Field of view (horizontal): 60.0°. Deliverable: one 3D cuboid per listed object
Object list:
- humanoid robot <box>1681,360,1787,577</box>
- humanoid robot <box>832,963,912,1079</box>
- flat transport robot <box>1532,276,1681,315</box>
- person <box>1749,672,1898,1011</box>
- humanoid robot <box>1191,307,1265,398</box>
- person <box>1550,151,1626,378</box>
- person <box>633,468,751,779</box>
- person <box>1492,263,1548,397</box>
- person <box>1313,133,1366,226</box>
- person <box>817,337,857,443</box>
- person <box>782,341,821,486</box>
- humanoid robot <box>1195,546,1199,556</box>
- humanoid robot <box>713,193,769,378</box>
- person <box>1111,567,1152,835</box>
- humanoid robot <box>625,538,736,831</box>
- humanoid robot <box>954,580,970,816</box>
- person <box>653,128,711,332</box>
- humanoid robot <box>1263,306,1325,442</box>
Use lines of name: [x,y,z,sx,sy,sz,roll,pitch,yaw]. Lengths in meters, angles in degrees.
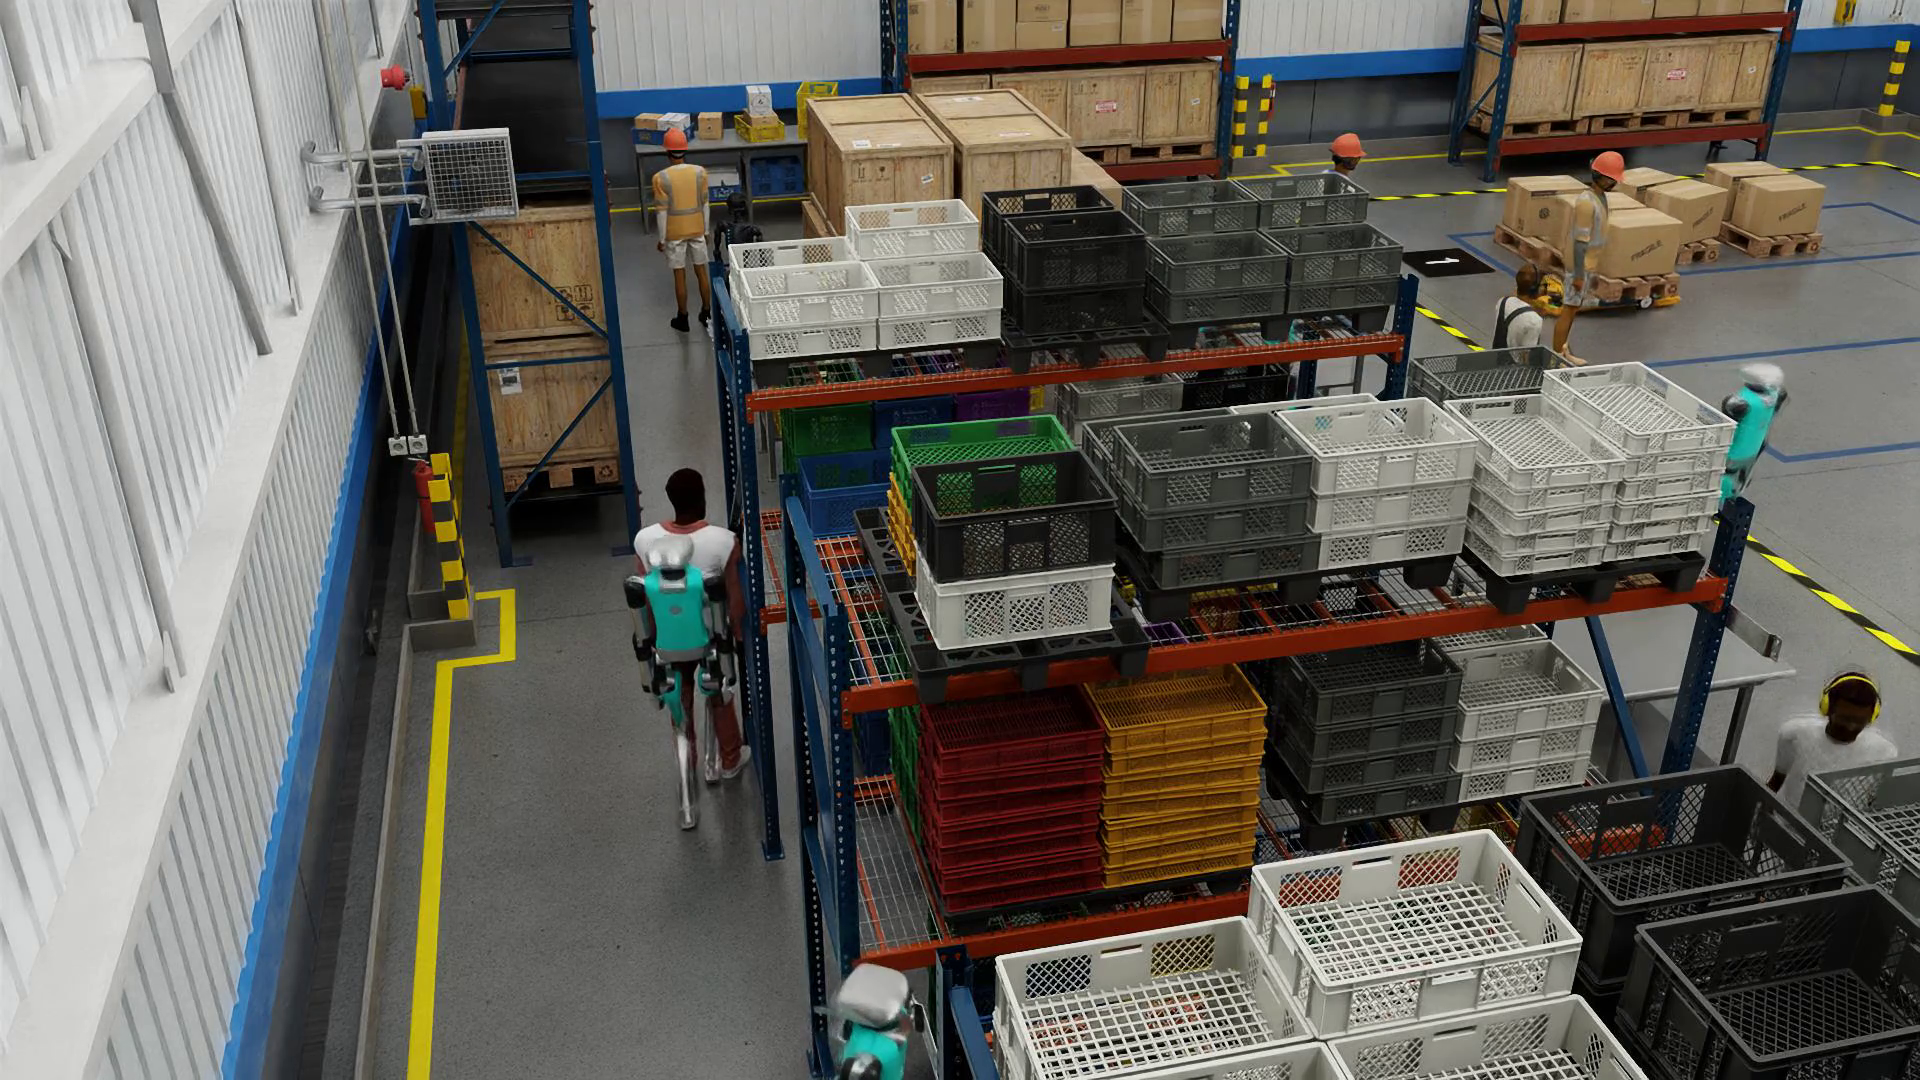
humanoid robot: [5.022,-0.485,11.248,0.533,1.678,0.736,-15,31,-27]
humanoid robot: [-0.630,2.283,6.182,0.927,1.804,0.560,6,28,12]
flat transport robot: [6.480,-2.530,16.817,1.431,0.197,0.652,-6,28,-12]
person: [3.991,1.362,7.789,0.504,1.836,0.865,10,30,19]
humanoid robot: [2.099,-1.432,13.209,0.952,1.776,0.570,-1,28,-2]
person: [5.579,-2.454,14.814,0.397,2.032,0.604,15,31,26]
person: [-1.488,0.510,9.339,0.588,1.892,0.394,2,28,3]
person: [4.205,-1.218,12.679,0.350,1.839,0.498,-8,29,-15]
person: [3.458,-2.721,15.308,0.373,2.043,0.608,-10,29,-18]
person: [-0.834,-0.915,12.098,0.429,1.839,0.633,-8,29,-15]
person: [-1.231,-1.119,12.572,0.325,1.759,0.524,-11,30,-19]
humanoid robot: [1.319,-0.081,10.688,0.510,1.639,0.591,-8,29,-14]
humanoid robot: [-1.960,-2.283,14.853,0.599,1.655,0.315,15,31,25]
person: [0.800,0.888,8.653,0.329,1.865,0.505,-7,29,-12]
humanoid robot: [-1.502,0.676,9.232,0.535,1.775,0.872,-3,28,-5]
humanoid robot: [-0.031,0.982,8.598,0.982,1.731,0.539,-13,30,-23]
person: [-2.639,-2.946,15.846,0.542,1.939,0.365,-14,31,-25]
humanoid robot: [2.597,-1.197,12.684,0.675,1.751,0.541,-1,28,-2]
